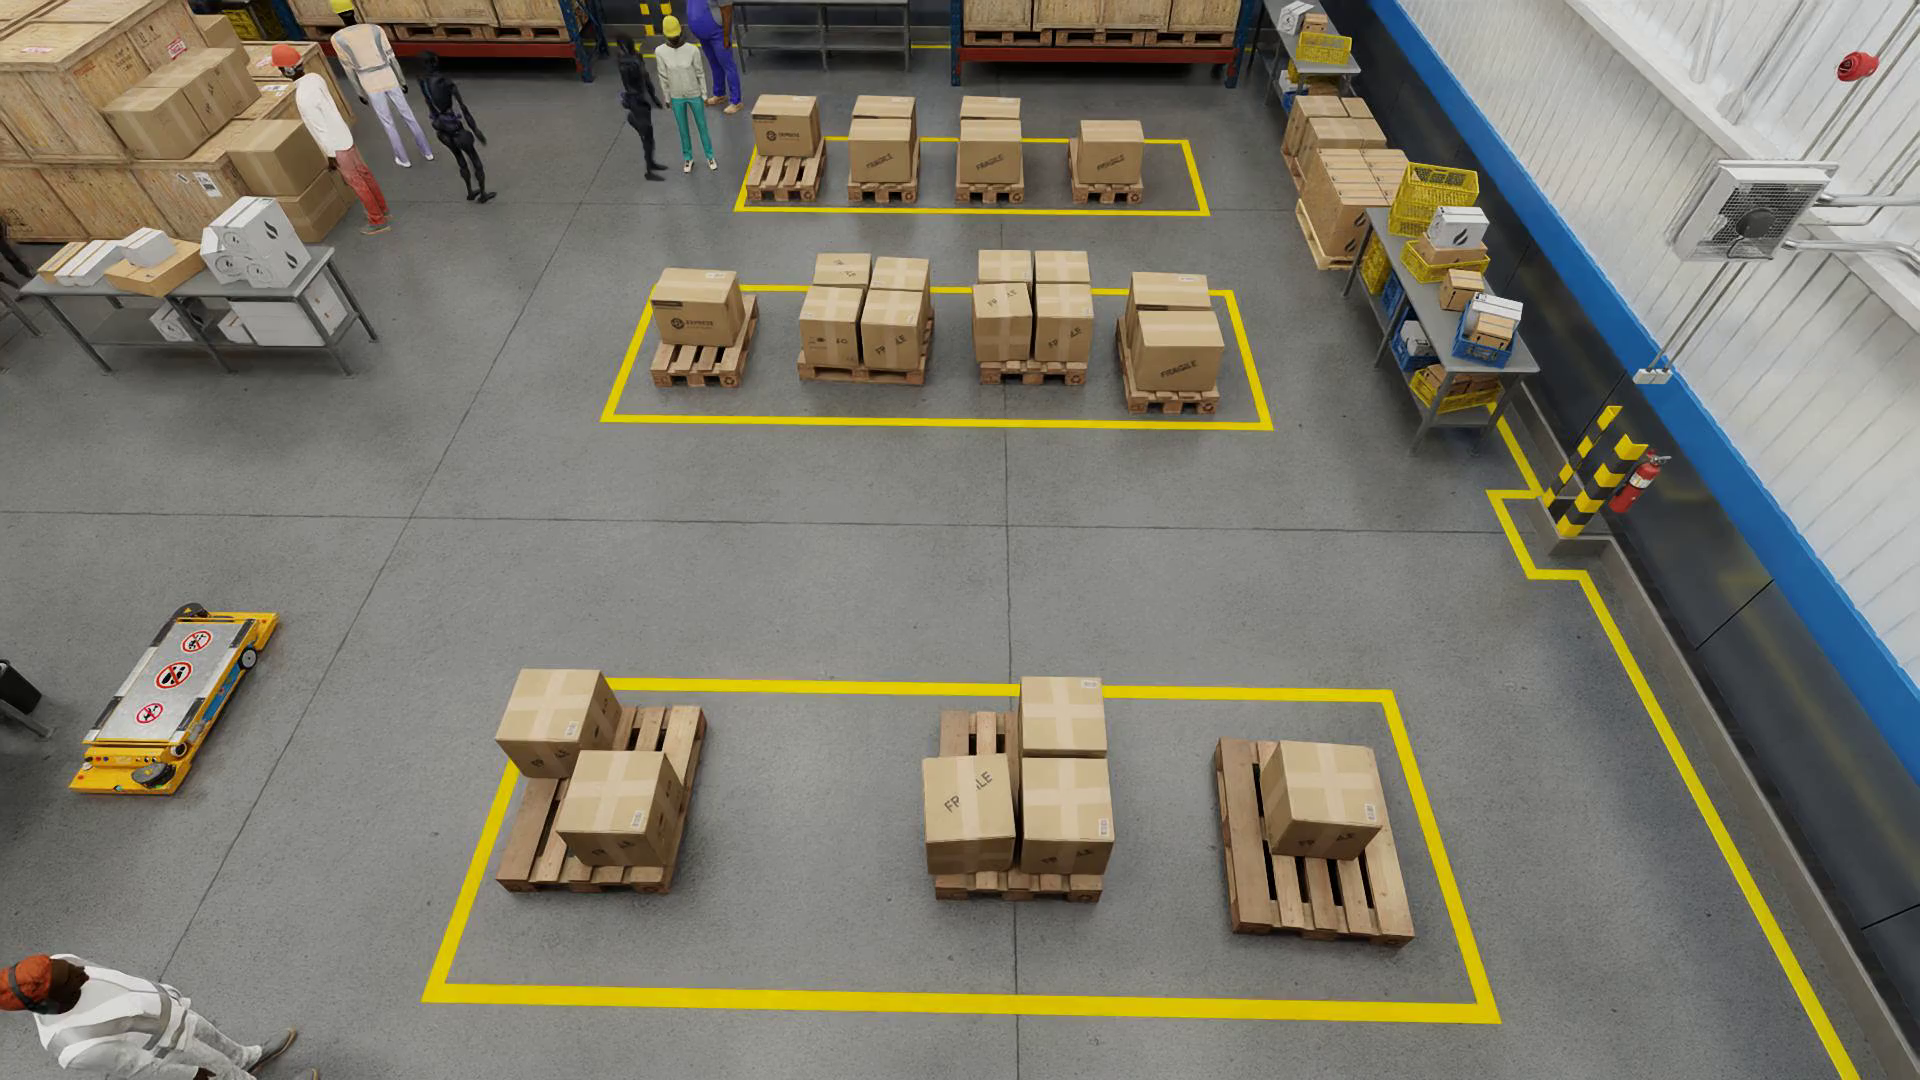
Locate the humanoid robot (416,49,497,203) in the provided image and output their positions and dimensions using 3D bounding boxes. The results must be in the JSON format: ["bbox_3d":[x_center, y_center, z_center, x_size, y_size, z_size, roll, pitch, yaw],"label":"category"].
[{"bbox_3d":[-5.762,-4.668,10.393,0.621,1.642,0.400,15,51,13],"label":"humanoid robot"}]

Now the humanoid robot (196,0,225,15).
[{"bbox_3d":[-9.924,-6.739,12.181,0.729,1.606,0.588,-4,50,-4],"label":"humanoid robot"}]

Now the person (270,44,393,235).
[{"bbox_3d":[-6.732,-4.276,9.855,0.381,1.995,0.609,-9,50,-7],"label":"person"}]

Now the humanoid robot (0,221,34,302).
[{"bbox_3d":[-9.876,-3.145,9.105,0.452,1.644,0.577,-2,50,-2],"label":"humanoid robot"}]

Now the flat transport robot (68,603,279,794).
[{"bbox_3d":[-5.504,1.072,6.442,0.652,0.197,1.431,1,50,1],"label":"flat transport robot"}]

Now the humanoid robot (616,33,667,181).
[{"bbox_3d":[-3.746,-5.082,10.749,0.405,1.641,0.638,5,50,5],"label":"humanoid robot"}]

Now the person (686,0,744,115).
[{"bbox_3d":[-3.204,-6.559,11.758,0.674,2.000,0.536,36,59,27],"label":"person"}]

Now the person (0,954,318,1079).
[{"bbox_3d":[-3.765,2.335,4.333,0.585,1.881,0.342,36,59,27],"label":"person"}]

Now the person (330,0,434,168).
[{"bbox_3d":[-6.899,-5.426,10.882,0.582,1.918,0.405,-32,57,-24],"label":"person"}]

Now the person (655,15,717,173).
[{"bbox_3d":[-3.236,-5.243,10.822,0.523,1.768,0.307,-8,50,-7],"label":"person"}]
